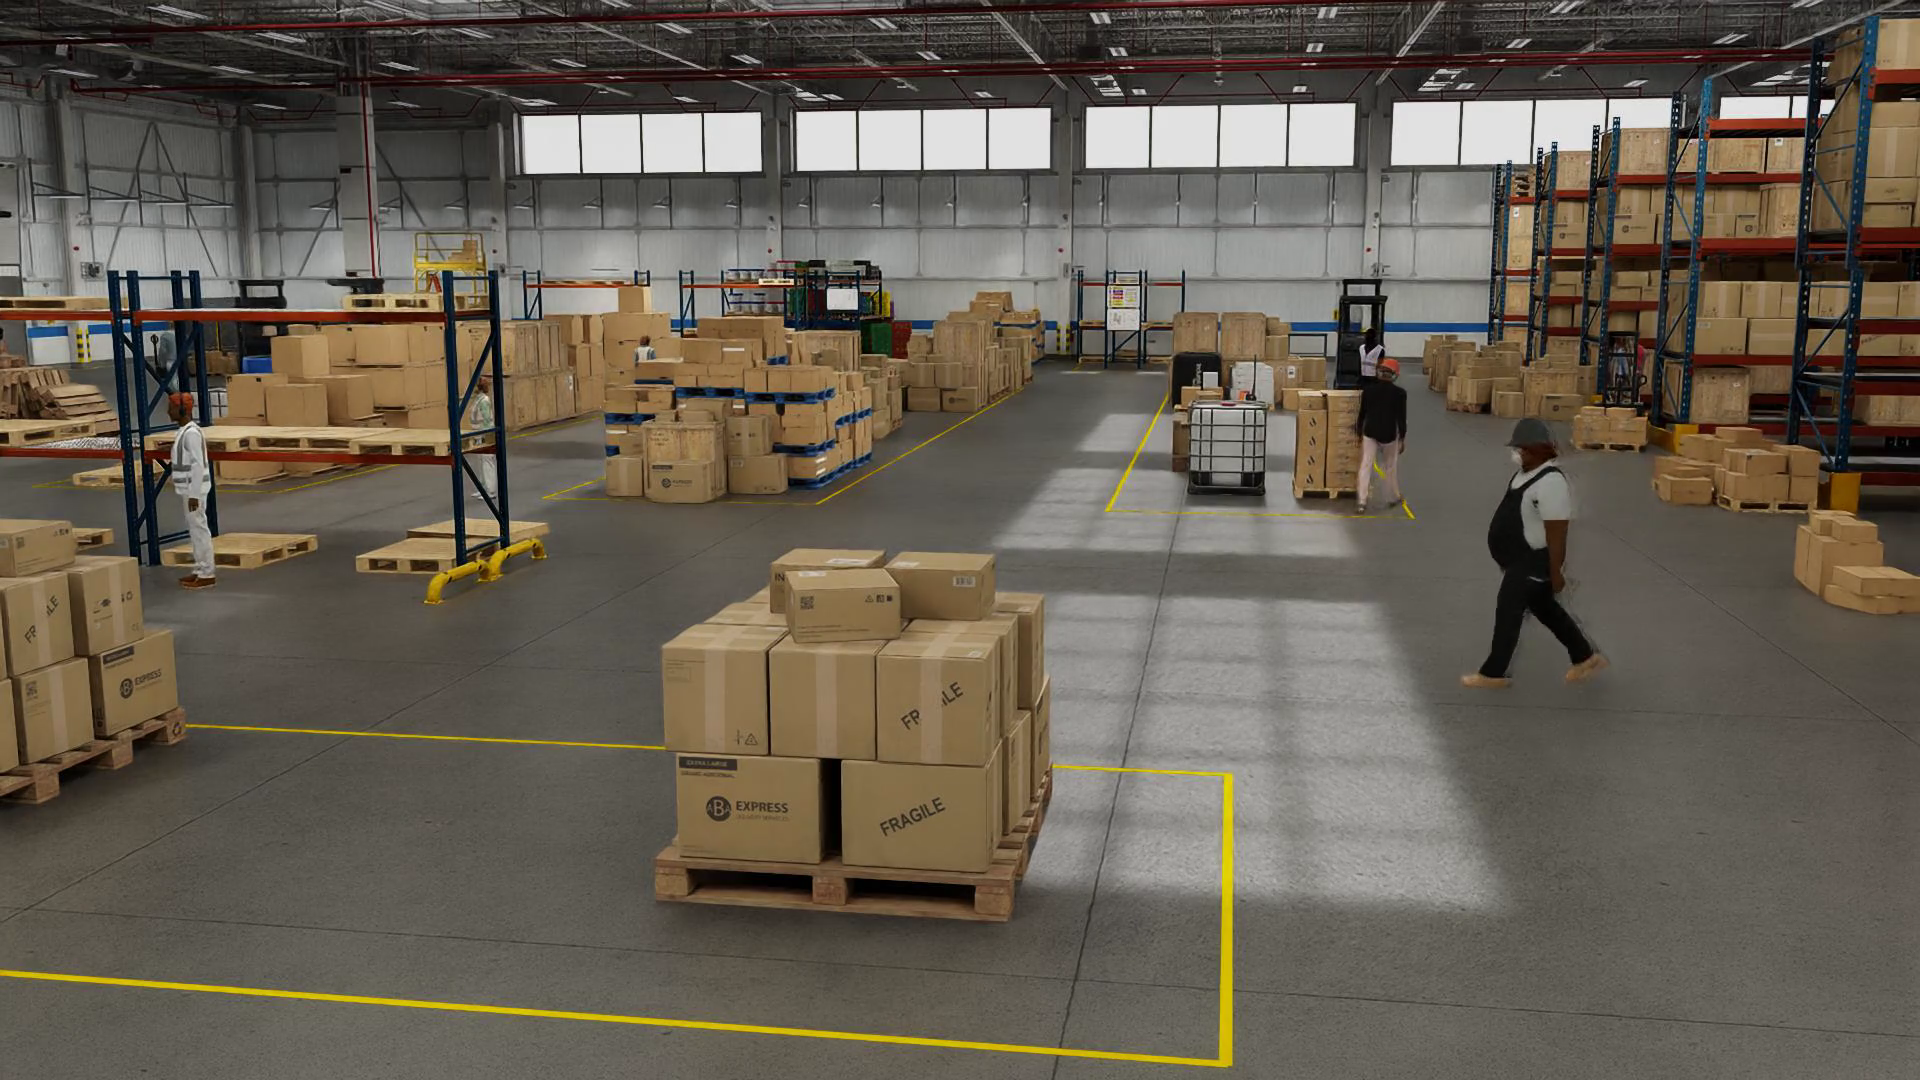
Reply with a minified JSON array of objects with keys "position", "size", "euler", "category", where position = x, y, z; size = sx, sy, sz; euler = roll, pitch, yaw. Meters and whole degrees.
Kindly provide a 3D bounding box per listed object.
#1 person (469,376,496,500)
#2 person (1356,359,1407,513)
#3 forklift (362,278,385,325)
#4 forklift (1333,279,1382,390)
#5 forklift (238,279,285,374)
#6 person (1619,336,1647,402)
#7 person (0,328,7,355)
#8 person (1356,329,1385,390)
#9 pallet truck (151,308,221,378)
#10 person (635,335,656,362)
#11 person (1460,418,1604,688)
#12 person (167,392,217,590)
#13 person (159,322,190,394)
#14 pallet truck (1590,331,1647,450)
[{"position":[-6.343,-1.358,22.102],"size":[0.309,1.641,0.512],"euler":[-5,10,-28],"category":"person"},{"position":[5.298,-1.303,20.913],"size":[0.690,1.923,1.062],"euler":[6,11,35],"category":"person"},{"position":[-15.346,-5.476,43.687],"size":[1.873,2.768,1.129],"euler":[-6,11,-34],"category":"forklift"},{"position":[9.831,-5.025,40.908],"size":[1.129,2.768,1.873],"euler":[1,9,9],"category":"forklift"},{"position":[-15.763,-4.510,37.729],"size":[1.129,2.768,1.873],"euler":[-5,11,-29],"category":"forklift"},{"position":[13.045,-3.122,32.384],"size":[0.631,1.837,0.428],"euler":[-5,11,-30],"category":"person"},{"position":[-22.569,-4.143,39.093],"size":[0.320,1.698,0.538],"euler":[-1,9,-8],"category":"person"},{"position":[8.003,-3.158,32.390],"size":[0.387,1.910,0.591],"euler":[-6,11,-35],"category":"person"},{"position":[-21.869,-5.598,47.154],"size":[0.823,1.965,1.885],"euler":[4,10,26],"category":"pallet truck"},{"position":[-6.790,-3.605,35.967],"size":[0.513,1.639,0.311],"euler":[3,10,20],"category":"person"},{"position":[4.224,0.068,12.076],"size":[1.016,2.000,0.674],"euler":[1,9,8],"category":"person"},{"position":[-7.327,-0.466,15.856],"size":[0.349,1.882,0.577],"euler":[-5,11,-29],"category":"person"},{"position":[-17.841,-4.046,37.900],"size":[0.463,1.895,0.677],"euler":[7,12,38],"category":"person"},{"position":[11.253,-2.573,28.499],"size":[0.823,1.965,1.885],"euler":[5,10,27],"category":"pallet truck"}]
